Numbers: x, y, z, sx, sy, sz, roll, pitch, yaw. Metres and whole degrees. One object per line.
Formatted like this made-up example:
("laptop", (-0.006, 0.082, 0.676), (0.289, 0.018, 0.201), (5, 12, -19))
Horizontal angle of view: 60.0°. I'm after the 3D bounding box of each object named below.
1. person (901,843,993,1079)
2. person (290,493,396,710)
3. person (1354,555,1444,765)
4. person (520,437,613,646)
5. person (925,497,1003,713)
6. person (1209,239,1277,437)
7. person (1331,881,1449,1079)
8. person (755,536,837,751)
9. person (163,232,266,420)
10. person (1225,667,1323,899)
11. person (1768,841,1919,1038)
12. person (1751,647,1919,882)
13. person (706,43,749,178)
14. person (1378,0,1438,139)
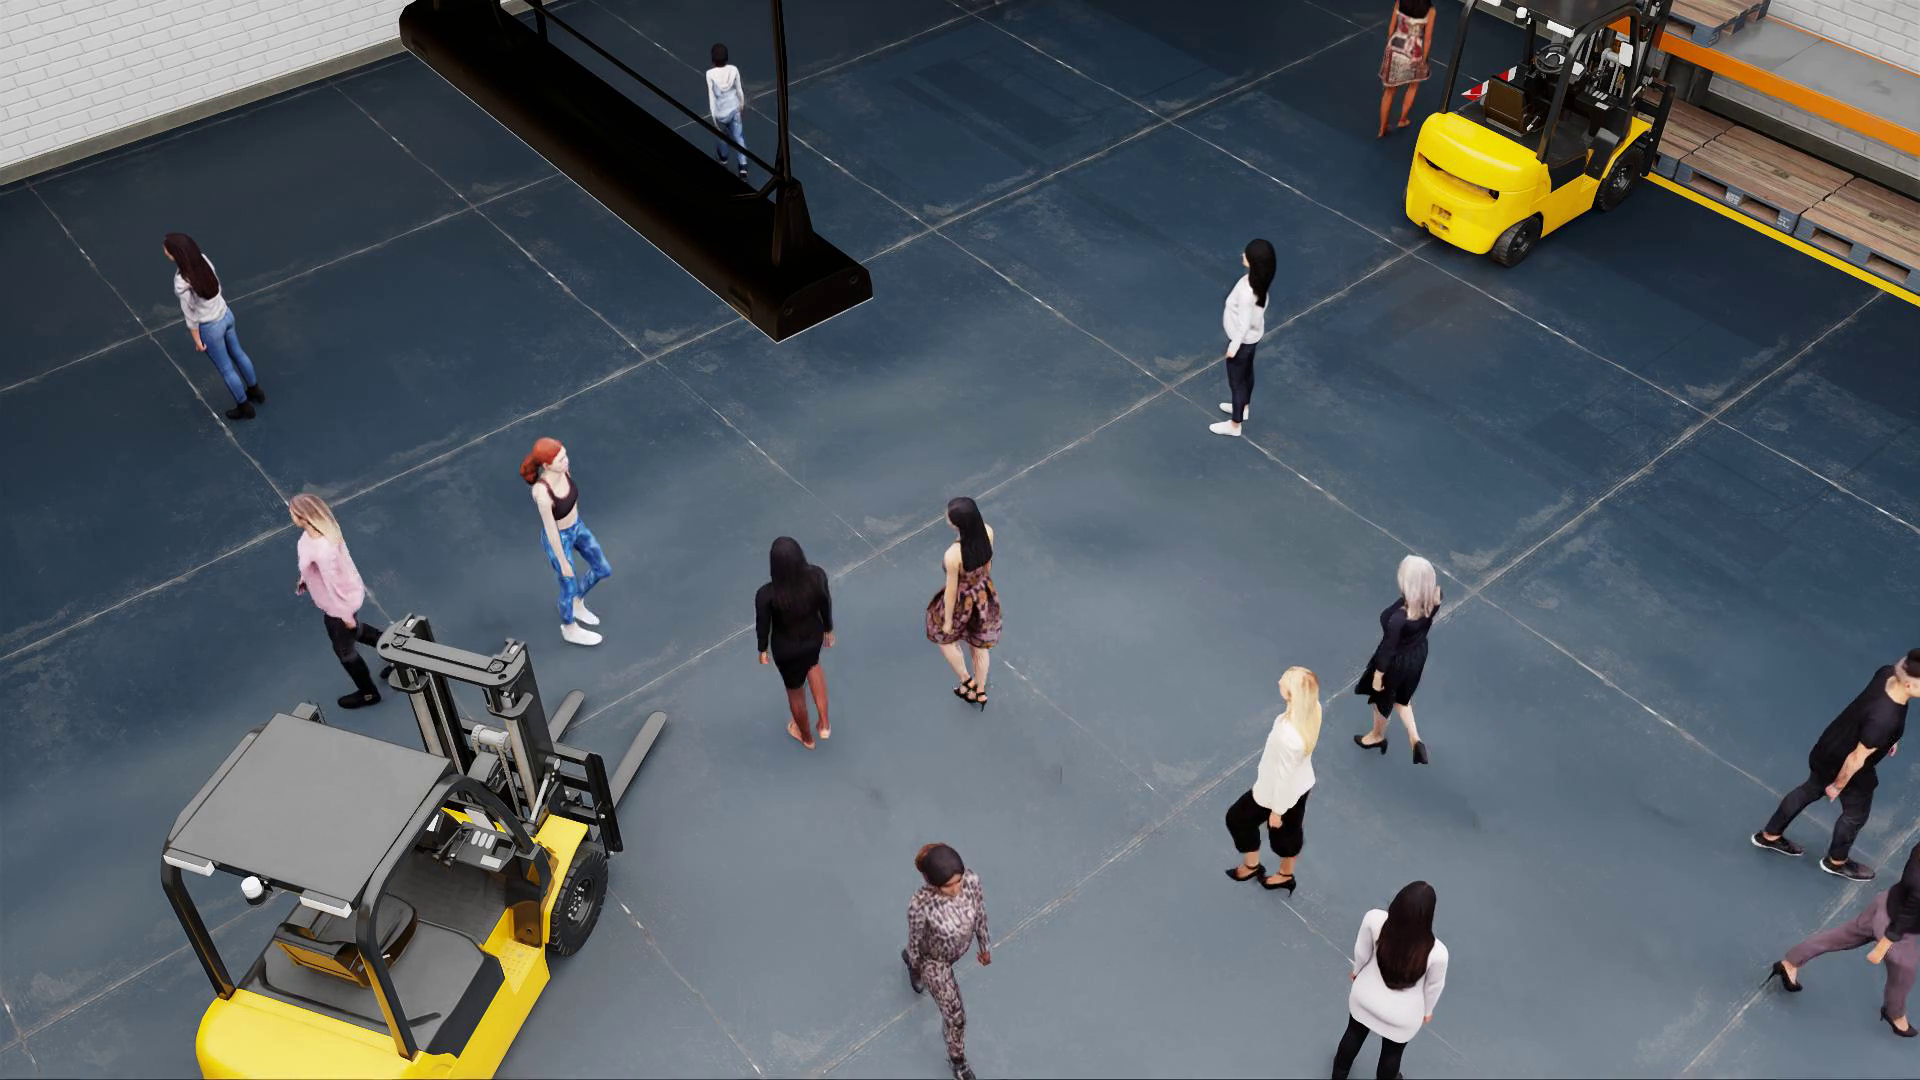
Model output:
("person", (-0.123, 2.075, 8.664), (0.665, 1.672, 1.154), (-23, 48, -22))
("person", (-3.836, 0.337, 10.491), (0.849, 1.668, 0.852), (-16, 46, -16))
("person", (2.695, 0.788, 9.968), (0.812, 1.736, 0.637), (35, 53, 31))
("person", (-2.627, 0.017, 10.749), (0.769, 1.776, 0.705), (10, 45, 11))
("person", (0.109, 0.463, 10.295), (0.728, 1.757, 0.682), (33, 53, 30))
("person", (2.134, -1.522, 12.419), (0.711, 1.701, 0.705), (16, 46, 16))
("person", (2.140, 2.288, 8.342), (0.565, 1.809, 0.722), (25, 49, 24))
("person", (-0.936, 0.679, 10.099), (0.652, 1.713, 0.640), (-29, 51, -27))
("person", (-5.638, -1.637, 12.591), (0.712, 1.631, 0.667), (6, 44, 7))
("person", (1.870, 1.415, 9.232), (0.809, 1.845, 0.773), (21, 47, 20))
("person", (4.808, 2.009, 8.769), (1.109, 1.623, 0.907), (17, 46, 17))
("person", (4.979, 1.207, 9.456), (1.047, 1.838, 0.918), (15, 46, 16))
("person", (-2.133, -3.924, 15.271), (0.658, 1.244, 0.919), (-14, 45, -14))
("person", (4.152, -4.523, 15.623), (0.772, 1.627, 0.822), (20, 47, 19))
